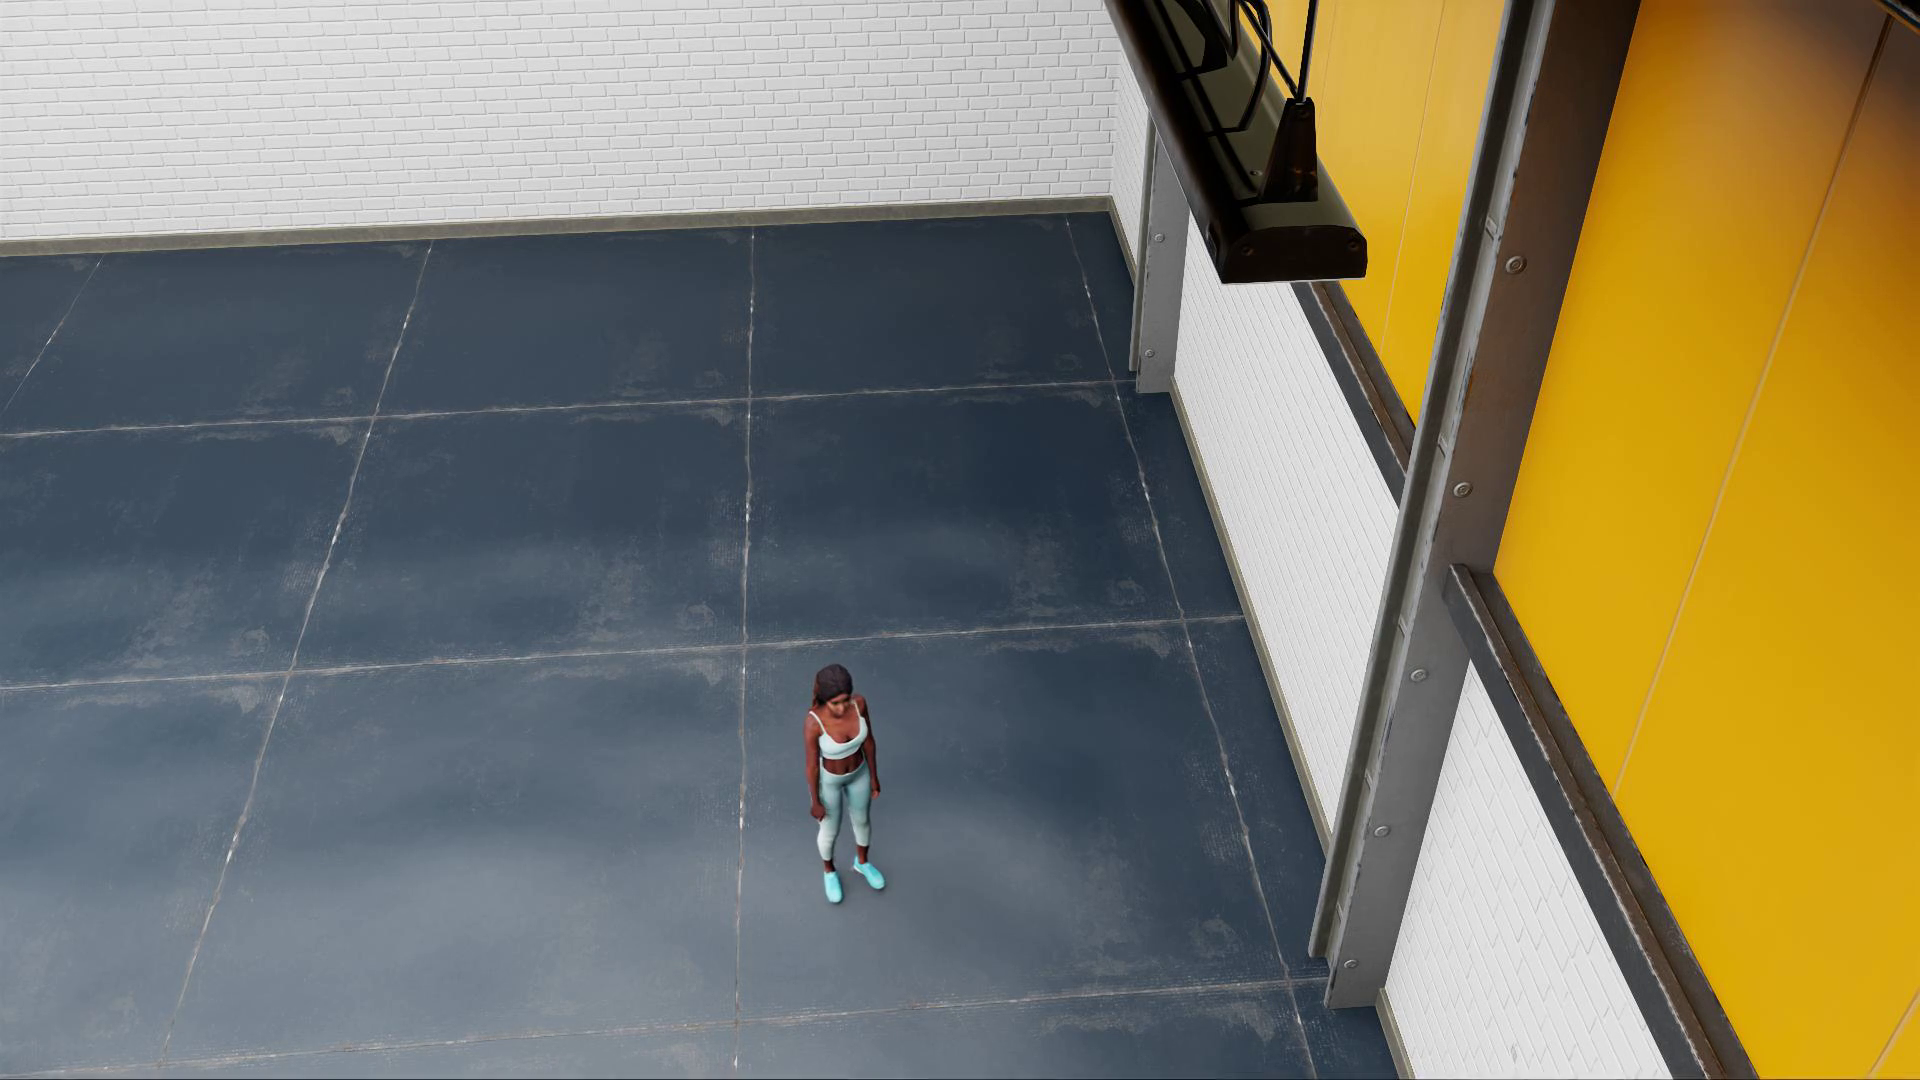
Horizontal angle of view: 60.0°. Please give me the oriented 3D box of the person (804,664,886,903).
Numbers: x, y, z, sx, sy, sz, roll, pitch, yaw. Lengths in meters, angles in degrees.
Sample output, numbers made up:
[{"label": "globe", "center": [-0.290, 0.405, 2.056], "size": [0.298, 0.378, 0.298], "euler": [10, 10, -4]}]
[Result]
[{"label": "person", "center": [-0.649, 1.310, 9.096], "size": [0.652, 1.721, 0.661], "euler": [-21, 43, -24]}]
